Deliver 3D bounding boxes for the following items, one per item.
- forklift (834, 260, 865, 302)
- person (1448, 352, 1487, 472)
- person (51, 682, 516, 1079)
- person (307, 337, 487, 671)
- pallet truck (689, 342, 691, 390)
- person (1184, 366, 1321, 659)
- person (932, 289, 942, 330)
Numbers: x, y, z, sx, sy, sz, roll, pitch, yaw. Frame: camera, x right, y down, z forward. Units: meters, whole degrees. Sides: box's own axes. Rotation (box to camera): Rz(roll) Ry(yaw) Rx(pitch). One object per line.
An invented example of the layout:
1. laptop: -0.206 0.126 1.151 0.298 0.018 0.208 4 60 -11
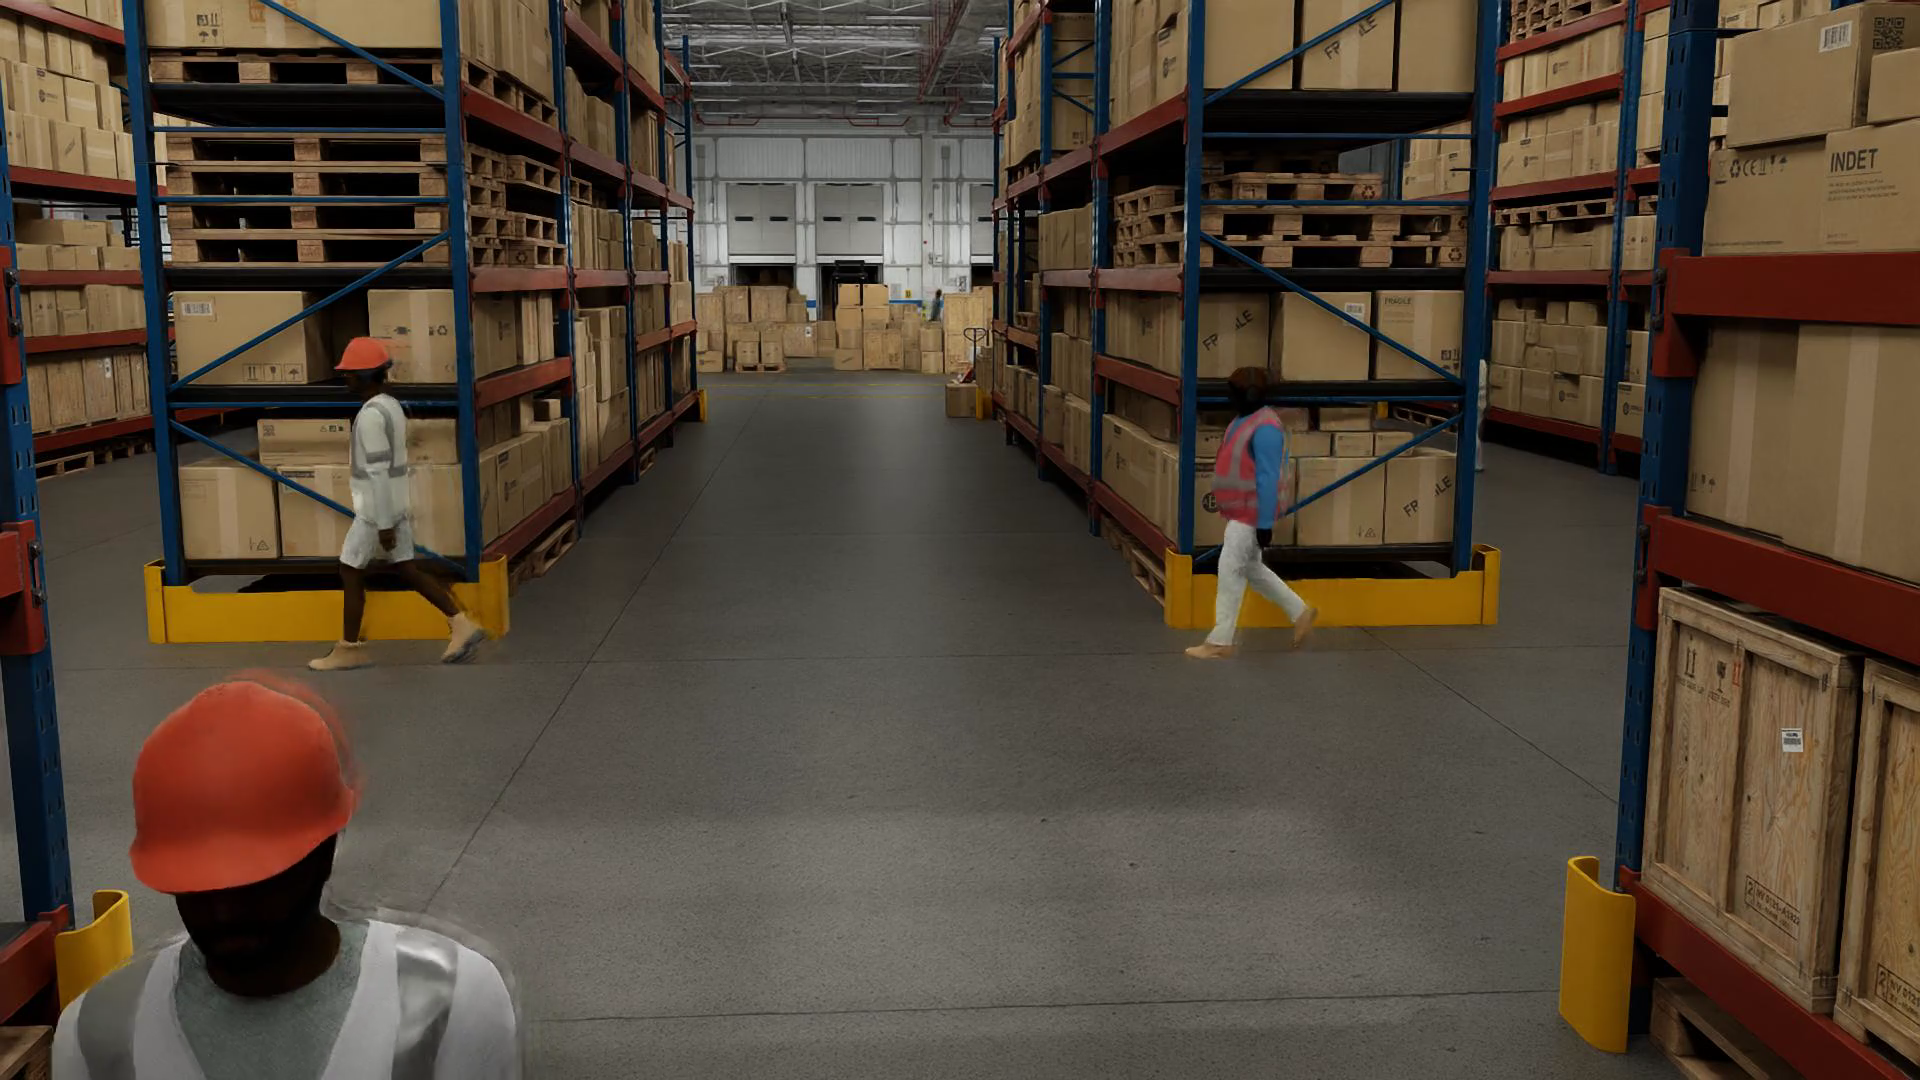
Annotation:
1. forklift: -3.397 -7.253 51.371 1.129 2.768 1.873 -1 9 -4
2. person: 6.030 -1.558 19.600 0.350 1.605 0.585 9 12 43
3. person: -0.824 1.073 2.184 0.547 1.910 0.841 -2 9 -13
4. person: -3.381 -0.206 9.893 0.996 2.015 0.617 0 9 -3
5. pallet truck: -5.225 -3.008 27.480 1.885 1.965 0.823 2 9 14
6. person: 1.826 -0.166 10.211 0.810 1.816 0.634 -1 9 -3
7. person: -0.877 -7.773 57.765 0.992 1.896 0.632 0 9 0
